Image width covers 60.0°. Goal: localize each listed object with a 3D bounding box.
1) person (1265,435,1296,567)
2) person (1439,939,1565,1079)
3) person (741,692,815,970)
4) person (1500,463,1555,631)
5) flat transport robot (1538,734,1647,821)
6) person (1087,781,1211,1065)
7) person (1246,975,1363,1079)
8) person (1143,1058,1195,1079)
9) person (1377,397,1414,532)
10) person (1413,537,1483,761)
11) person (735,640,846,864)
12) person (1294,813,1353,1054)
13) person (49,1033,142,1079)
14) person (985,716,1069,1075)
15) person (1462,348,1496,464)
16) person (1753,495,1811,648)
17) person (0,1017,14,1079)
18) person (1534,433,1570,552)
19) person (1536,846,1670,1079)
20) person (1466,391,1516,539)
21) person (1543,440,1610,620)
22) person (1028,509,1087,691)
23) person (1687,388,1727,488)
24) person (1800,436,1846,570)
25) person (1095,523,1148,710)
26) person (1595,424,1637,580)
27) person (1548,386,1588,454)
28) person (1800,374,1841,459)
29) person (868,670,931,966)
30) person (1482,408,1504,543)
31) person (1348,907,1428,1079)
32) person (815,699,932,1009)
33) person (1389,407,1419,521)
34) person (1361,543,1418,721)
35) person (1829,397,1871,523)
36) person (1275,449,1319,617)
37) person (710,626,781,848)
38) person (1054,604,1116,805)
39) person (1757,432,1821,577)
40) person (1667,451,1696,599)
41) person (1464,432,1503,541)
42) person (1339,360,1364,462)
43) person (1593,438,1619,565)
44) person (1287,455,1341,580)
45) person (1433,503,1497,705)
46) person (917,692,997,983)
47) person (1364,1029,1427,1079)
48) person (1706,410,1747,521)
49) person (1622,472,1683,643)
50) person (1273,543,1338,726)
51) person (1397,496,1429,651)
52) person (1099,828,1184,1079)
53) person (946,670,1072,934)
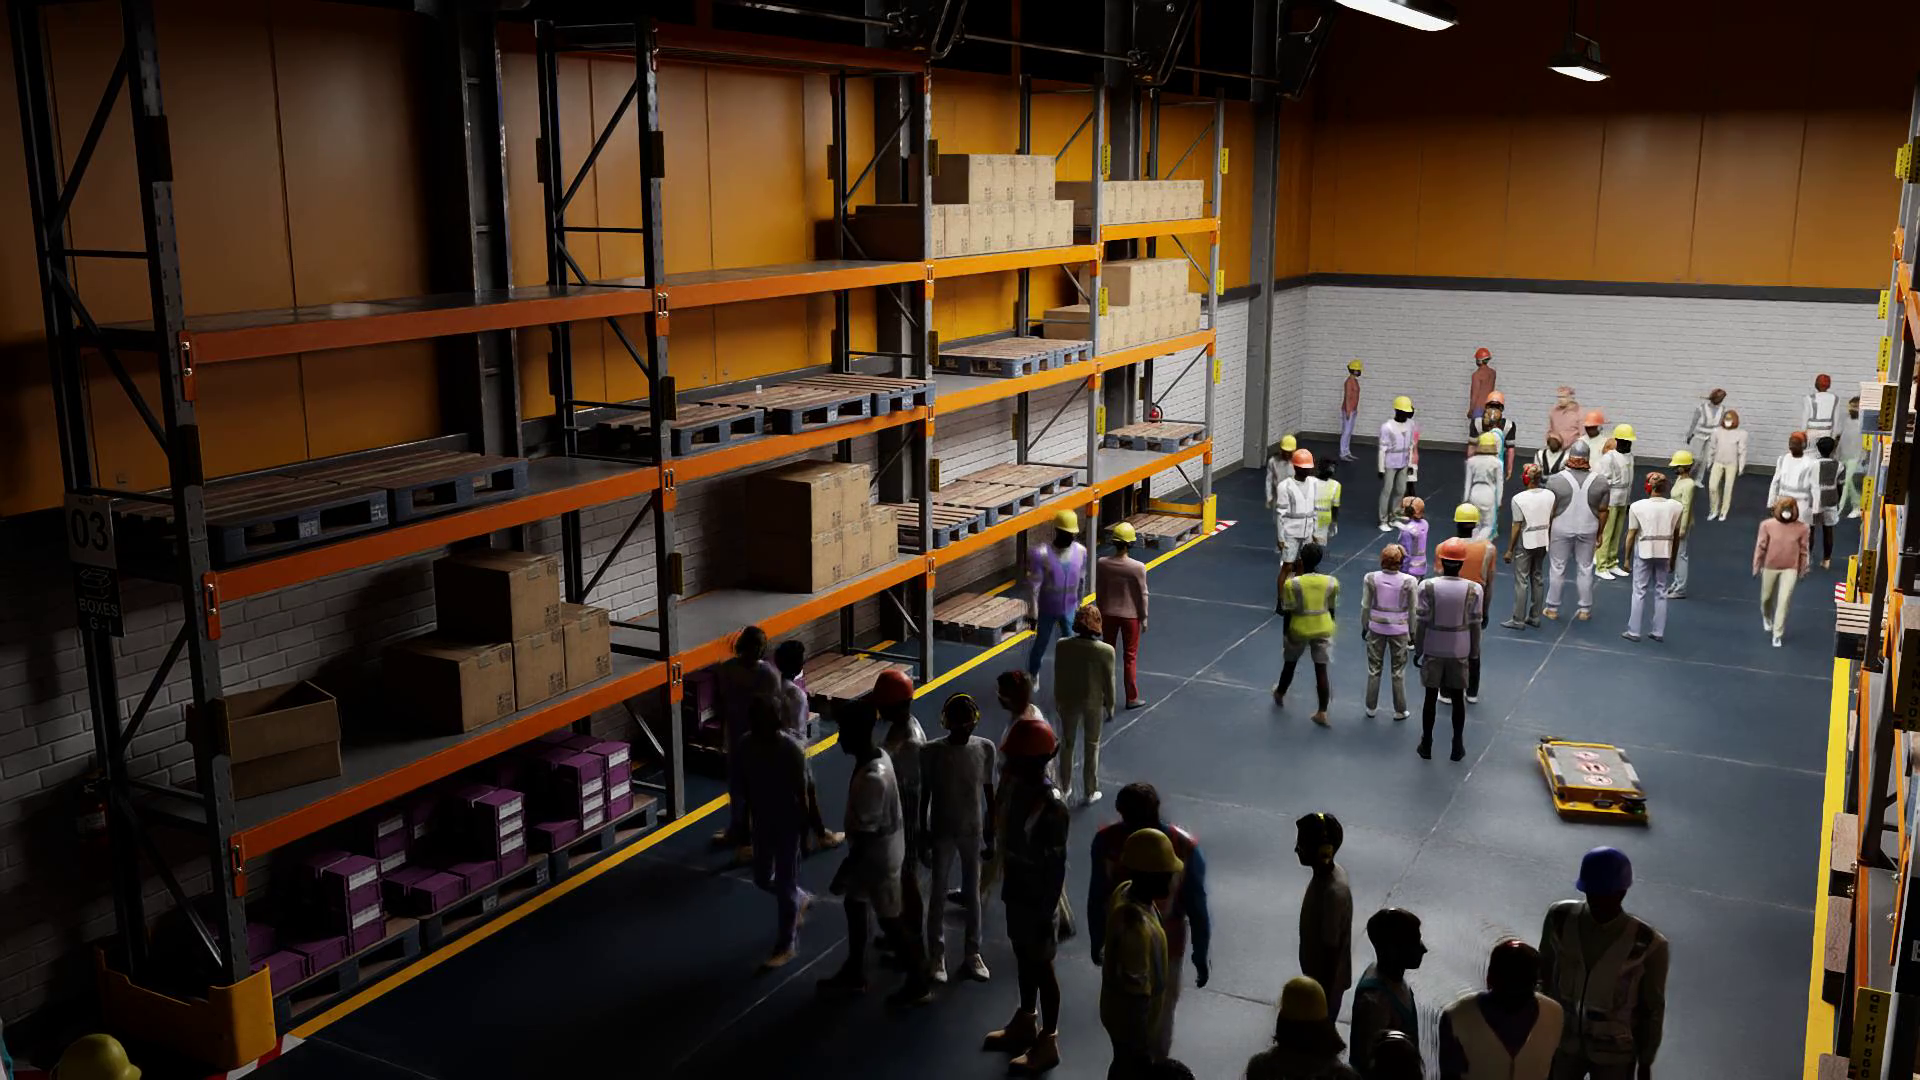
[{"bbox_3d":[4.207,-0.553,21.345,0.496,1.701,0.734,6,14,26],"label":"person"},{"bbox_3d":[2.293,2.565,7.115,0.577,1.830,0.524,-1,13,-4],"label":"person"},{"bbox_3d":[-1.130,1.790,10.595,0.557,1.820,0.561,8,15,31],"label":"person"},{"bbox_3d":[6.225,0.080,18.190,0.564,1.846,0.390,-6,14,-26],"label":"person"},{"bbox_3d":[5.128,1.915,13.532,0.652,0.197,1.431,3,13,12],"label":"flat transport robot"},{"bbox_3d":[1.011,2.172,8.931,0.690,1.809,0.658,3,13,14],"label":"person"},{"bbox_3d":[1.409,2.666,6.902,0.505,1.725,0.522,5,14,23],"label":"person"},{"bbox_3d":[0.738,2.775,6.010,0.597,1.901,0.450,5,13,20],"label":"person"},{"bbox_3d":[6.083,-1.050,23.125,0.608,1.910,0.447,-8,15,-32],"label":"person"},{"bbox_3d":[4.152,0.927,14.193,0.552,1.936,0.360,3,13,13],"label":"person"},{"bbox_3d":[-1.285,1.540,12.114,0.876,1.645,0.538,-10,16,-38],"label":"person"},{"bbox_3d":[1.812,2.257,8.416,0.328,1.862,0.511,2,13,7],"label":"person"},{"bbox_3d":[-3.263,2.735,6.366,0.403,1.825,0.601,1,13,3],"label":"person"},{"bbox_3d":[0.383,1.965,9.299,0.365,2.048,0.607,-5,14,-22],"label":"person"},{"bbox_3d":[8.902,-2.287,28.454,0.610,1.995,0.375,-11,17,-41],"label":"person"},{"bbox_3d":[8.764,0.291,17.779,0.507,1.610,0.697,6,14,25],"label":"person"},{"bbox_3d":[-4.215,2.588,7.003,0.429,1.833,0.637,3,13,13],"label":"person"},{"bbox_3d":[7.727,-0.616,21.814,0.517,1.610,0.635,7,15,30],"label":"person"},{"bbox_3d":[2.967,2.346,7.812,0.602,1.949,0.394,11,17,40],"label":"person"},{"bbox_3d":[7.235,-1.017,22.701,0.612,2.030,0.410,3,13,15],"label":"person"},{"bbox_3d":[6.866,-0.120,18.646,0.689,2.000,0.538,2,13,8],"label":"person"},{"bbox_3d":[0.904,0.605,15.732,0.599,1.893,0.934,-4,13,-19],"label":"person"},{"bbox_3d":[11.780,-1.599,26.229,0.547,1.602,0.428,-1,13,-4],"label":"person"},{"bbox_3d":[10.842,-0.465,20.961,0.541,1.698,0.315,1,13,4],"label":"person"},{"bbox_3d":[1.516,0.708,15.561,0.525,1.769,0.313,7,14,28],"label":"person"},{"bbox_3d":[8.103,-0.478,20.503,0.594,1.926,0.366,-10,16,-38],"label":"person"},{"bbox_3d":[8.836,-1.295,24.247,0.409,1.895,0.653,-8,15,-33],"label":"person"},{"bbox_3d":[13.300,-1.636,25.803,0.584,1.879,0.359,0,13,0],"label":"person"},{"bbox_3d":[-0.387,1.748,10.546,0.390,1.925,0.550,-3,13,-11],"label":"person"},{"bbox_3d":[7.142,-0.873,22.460,0.344,1.847,0.506,6,14,26],"label":"person"},{"bbox_3d":[1.882,2.497,7.370,0.345,1.847,0.506,4,13,17],"label":"person"},{"bbox_3d":[-0.513,1.888,9.943,0.716,1.931,0.619,-2,13,-7],"label":"person"},{"bbox_3d":[6.415,-1.128,23.964,0.322,1.690,0.532,-3,13,-13],"label":"person"},{"bbox_3d":[3.928,0.842,15.240,0.514,1.642,0.314,6,14,26],"label":"person"},{"bbox_3d":[12.770,-1.161,23.832,0.976,1.817,0.519,-6,14,-25],"label":"person"},{"bbox_3d":[3.816,-0.079,18.730,0.546,1.930,0.390,-6,14,-25],"label":"person"},{"bbox_3d":[-1.600,1.466,12.097,0.710,1.809,0.383,7,14,27],"label":"person"},{"bbox_3d":[0.988,1.304,13.214,0.503,1.623,0.299,4,13,17],"label":"person"},{"bbox_3d":[10.250,-0.429,20.511,1.007,1.828,0.594,-5,14,-22],"label":"person"},{"bbox_3d":[8.453,-0.181,19.565,0.339,1.761,0.524,3,13,13],"label":"person"},{"bbox_3d":[6.590,-0.503,21.069,0.500,1.720,0.593,12,17,43],"label":"person"},{"bbox_3d":[6.782,-2.239,28.778,0.340,1.760,0.527,6,14,26],"label":"person"},{"bbox_3d":[8.282,-0.497,21.246,0.505,1.636,0.279,-8,15,-30],"label":"person"},{"bbox_3d":[4.242,-0.199,19.847,0.599,1.656,0.335,-4,13,-18],"label":"person"},{"bbox_3d":[4.709,0.604,15.673,0.616,1.923,0.383,-1,13,-7],"label":"person"},{"bbox_3d":[-0.016,1.835,10.310,0.509,1.860,0.333,-3,13,-12],"label":"person"},{"bbox_3d":[1.626,2.733,6.328,0.501,1.840,0.347,1,13,2],"label":"person"},{"bbox_3d":[10.927,-1.051,23.757,0.521,1.612,0.537,9,15,35],"label":"person"},{"bbox_3d":[7.366,0.193,17.700,0.561,1.838,0.392,0,13,0],"label":"person"},{"bbox_3d":[3.192,0.827,15.296,0.544,1.635,0.871,-1,13,-5],"label":"person"},{"bbox_3d":[4.736,0.348,17.452,0.312,1.642,0.512,9,16,36],"label":"person"},{"bbox_3d":[0.866,2.303,8.054,0.386,1.927,0.589,0,13,2],"label":"person"},{"bbox_3d":[0.341,1.725,10.997,0.924,1.810,0.603,2,13,7],"label":"person"}]
